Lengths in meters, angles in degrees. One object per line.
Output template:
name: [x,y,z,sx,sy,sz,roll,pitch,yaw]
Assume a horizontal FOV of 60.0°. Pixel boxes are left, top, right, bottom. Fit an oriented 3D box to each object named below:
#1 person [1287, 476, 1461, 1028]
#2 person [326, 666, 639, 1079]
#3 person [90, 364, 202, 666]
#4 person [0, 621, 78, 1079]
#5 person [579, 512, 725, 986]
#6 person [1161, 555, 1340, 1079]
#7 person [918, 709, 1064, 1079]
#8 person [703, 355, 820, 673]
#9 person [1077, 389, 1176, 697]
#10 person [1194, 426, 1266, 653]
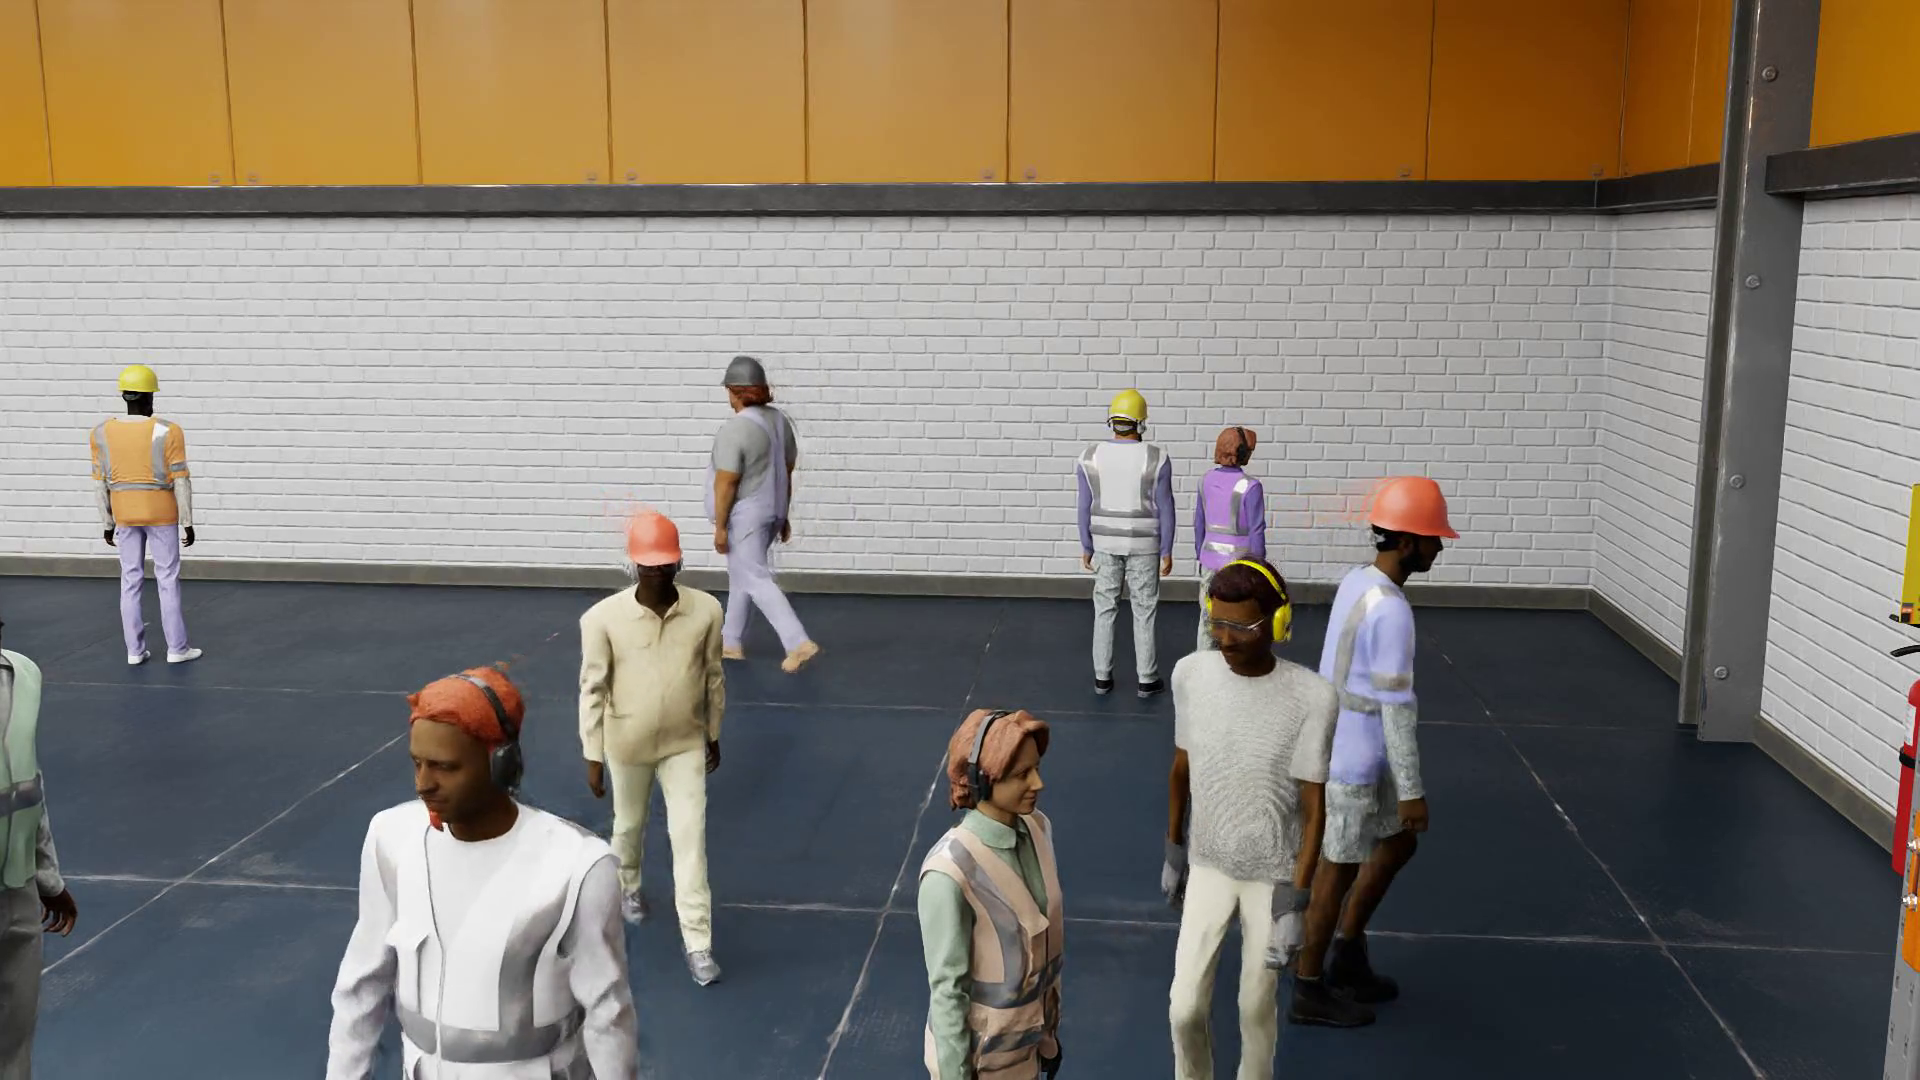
person: [1.380,0.732,5.610,0.561,1.906,0.557,1,10,7]
person: [-0.983,1.174,3.241,0.594,1.850,0.874,5,11,26]
person: [-5.179,-0.151,10.599,0.592,1.926,0.366,-1,10,-4]
person: [-2.576,0.947,4.341,0.392,1.920,0.589,1,10,7]
person: [-1.156,0.722,6.277,0.573,1.700,0.945,-4,11,-20]
person: [0.779,0.938,4.619,0.540,1.839,0.468,5,11,26]
person: [0.075,1.182,3.793,0.307,1.641,0.513,5,11,26]
person: [-1.272,-0.189,10.491,0.956,2.000,0.686,5,11,25]
person: [0.995,0.023,9.876,0.588,1.833,0.404,3,10,19]
person: [1.563,0.161,9.642,0.310,1.638,0.523,-7,12,-35]
